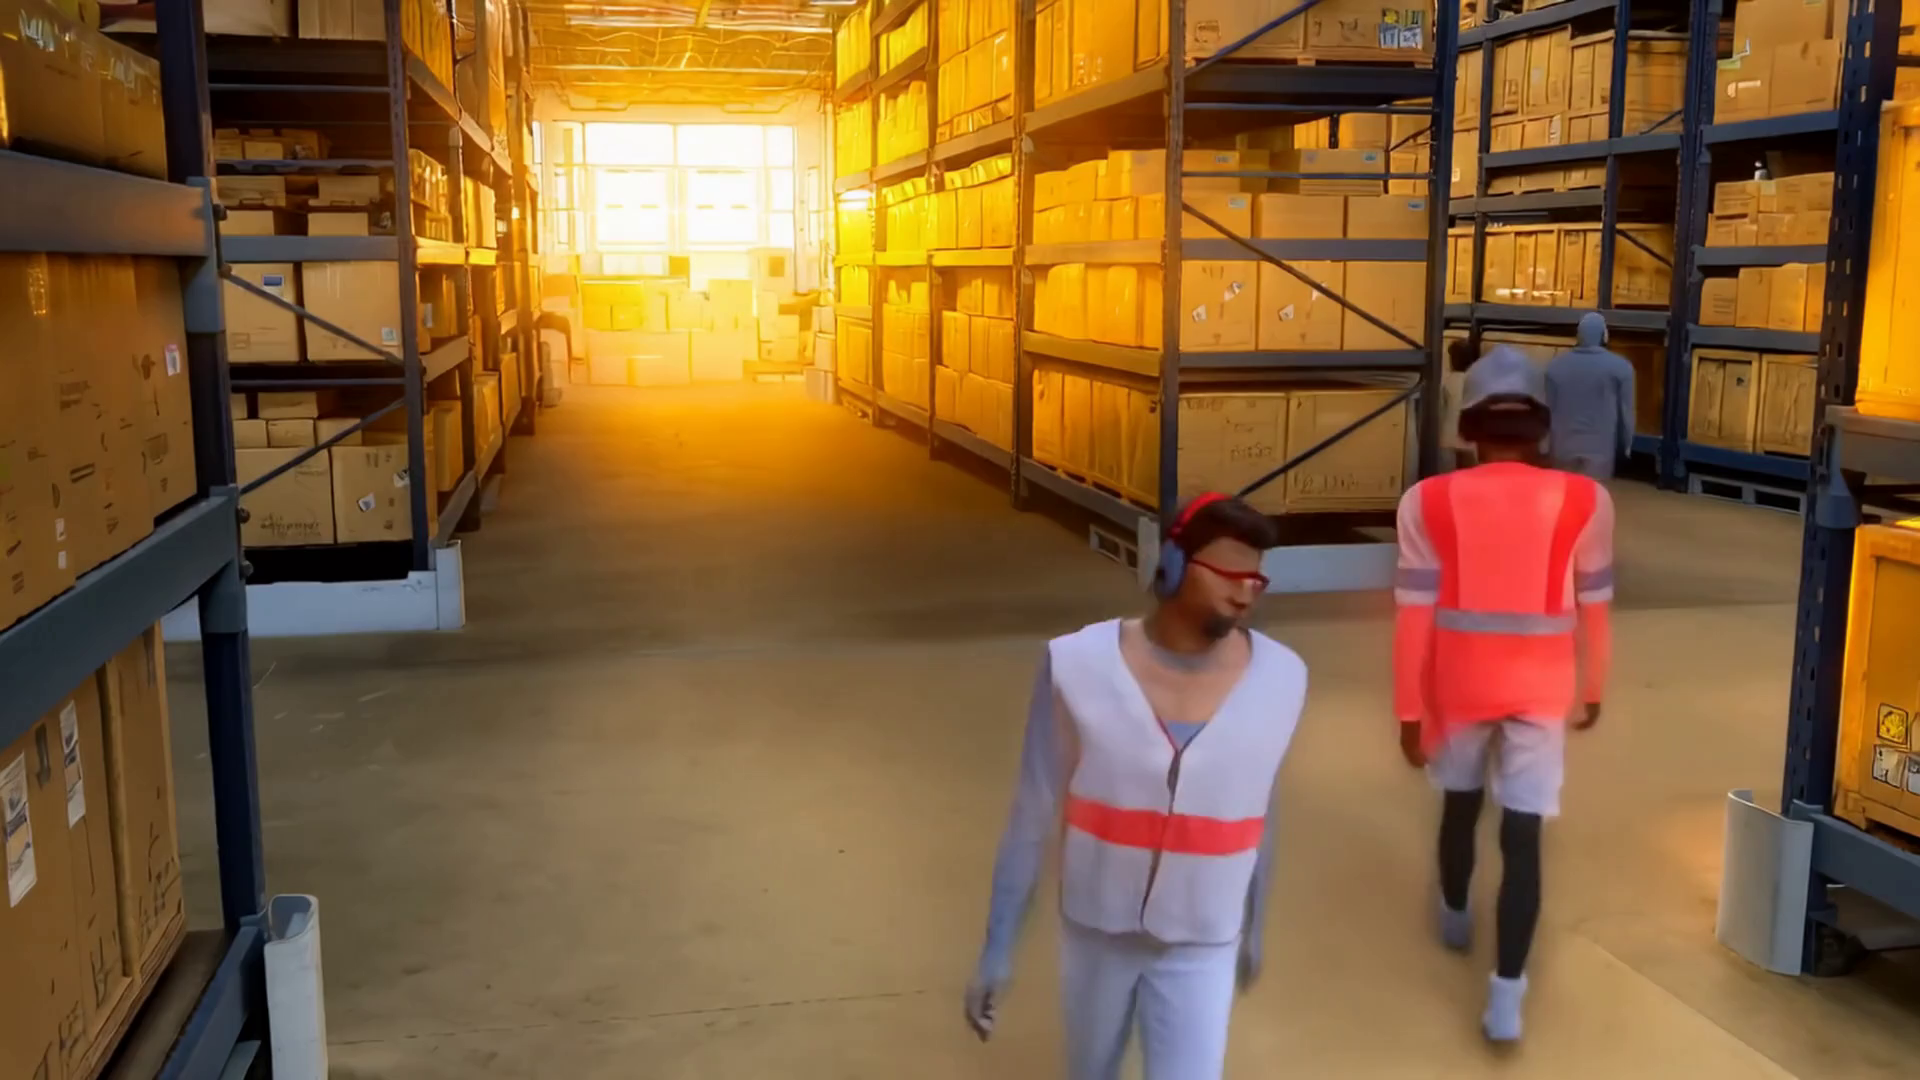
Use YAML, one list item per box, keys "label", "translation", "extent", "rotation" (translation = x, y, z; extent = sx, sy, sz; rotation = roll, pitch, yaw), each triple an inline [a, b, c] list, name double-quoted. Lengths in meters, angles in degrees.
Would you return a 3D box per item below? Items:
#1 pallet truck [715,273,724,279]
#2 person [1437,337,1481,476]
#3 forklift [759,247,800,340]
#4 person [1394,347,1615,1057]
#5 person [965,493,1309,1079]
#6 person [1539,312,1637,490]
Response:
- label: "pallet truck"
  translation: [-8.580, -8.986, 62.280]
  extent: [1.885, 1.965, 0.823]
  rotation: [1, 9, 5]
- label: "person"
  translation: [3.940, -0.764, 13.140]
  extent: [0.538, 1.672, 0.696]
  rotation: [-1, 9, -8]
- label: "forklift"
  translation: [-5.544, -7.433, 50.130]
  extent: [1.129, 2.768, 1.873]
  rotation: [-3, 10, -18]
- label: "person"
  translation: [1.598, 0.433, 4.940]
  extent: [0.611, 1.993, 1.073]
  rotation: [3, 10, 19]
- label: "person"
  translation: [0.363, 0.786, 3.373]
  extent: [0.664, 1.788, 0.976]
  rotation: [0, 9, 2]
- label: "person"
  translation: [4.522, -0.683, 11.984]
  extent: [0.640, 1.890, 0.652]
  rotation: [6, 11, 33]
